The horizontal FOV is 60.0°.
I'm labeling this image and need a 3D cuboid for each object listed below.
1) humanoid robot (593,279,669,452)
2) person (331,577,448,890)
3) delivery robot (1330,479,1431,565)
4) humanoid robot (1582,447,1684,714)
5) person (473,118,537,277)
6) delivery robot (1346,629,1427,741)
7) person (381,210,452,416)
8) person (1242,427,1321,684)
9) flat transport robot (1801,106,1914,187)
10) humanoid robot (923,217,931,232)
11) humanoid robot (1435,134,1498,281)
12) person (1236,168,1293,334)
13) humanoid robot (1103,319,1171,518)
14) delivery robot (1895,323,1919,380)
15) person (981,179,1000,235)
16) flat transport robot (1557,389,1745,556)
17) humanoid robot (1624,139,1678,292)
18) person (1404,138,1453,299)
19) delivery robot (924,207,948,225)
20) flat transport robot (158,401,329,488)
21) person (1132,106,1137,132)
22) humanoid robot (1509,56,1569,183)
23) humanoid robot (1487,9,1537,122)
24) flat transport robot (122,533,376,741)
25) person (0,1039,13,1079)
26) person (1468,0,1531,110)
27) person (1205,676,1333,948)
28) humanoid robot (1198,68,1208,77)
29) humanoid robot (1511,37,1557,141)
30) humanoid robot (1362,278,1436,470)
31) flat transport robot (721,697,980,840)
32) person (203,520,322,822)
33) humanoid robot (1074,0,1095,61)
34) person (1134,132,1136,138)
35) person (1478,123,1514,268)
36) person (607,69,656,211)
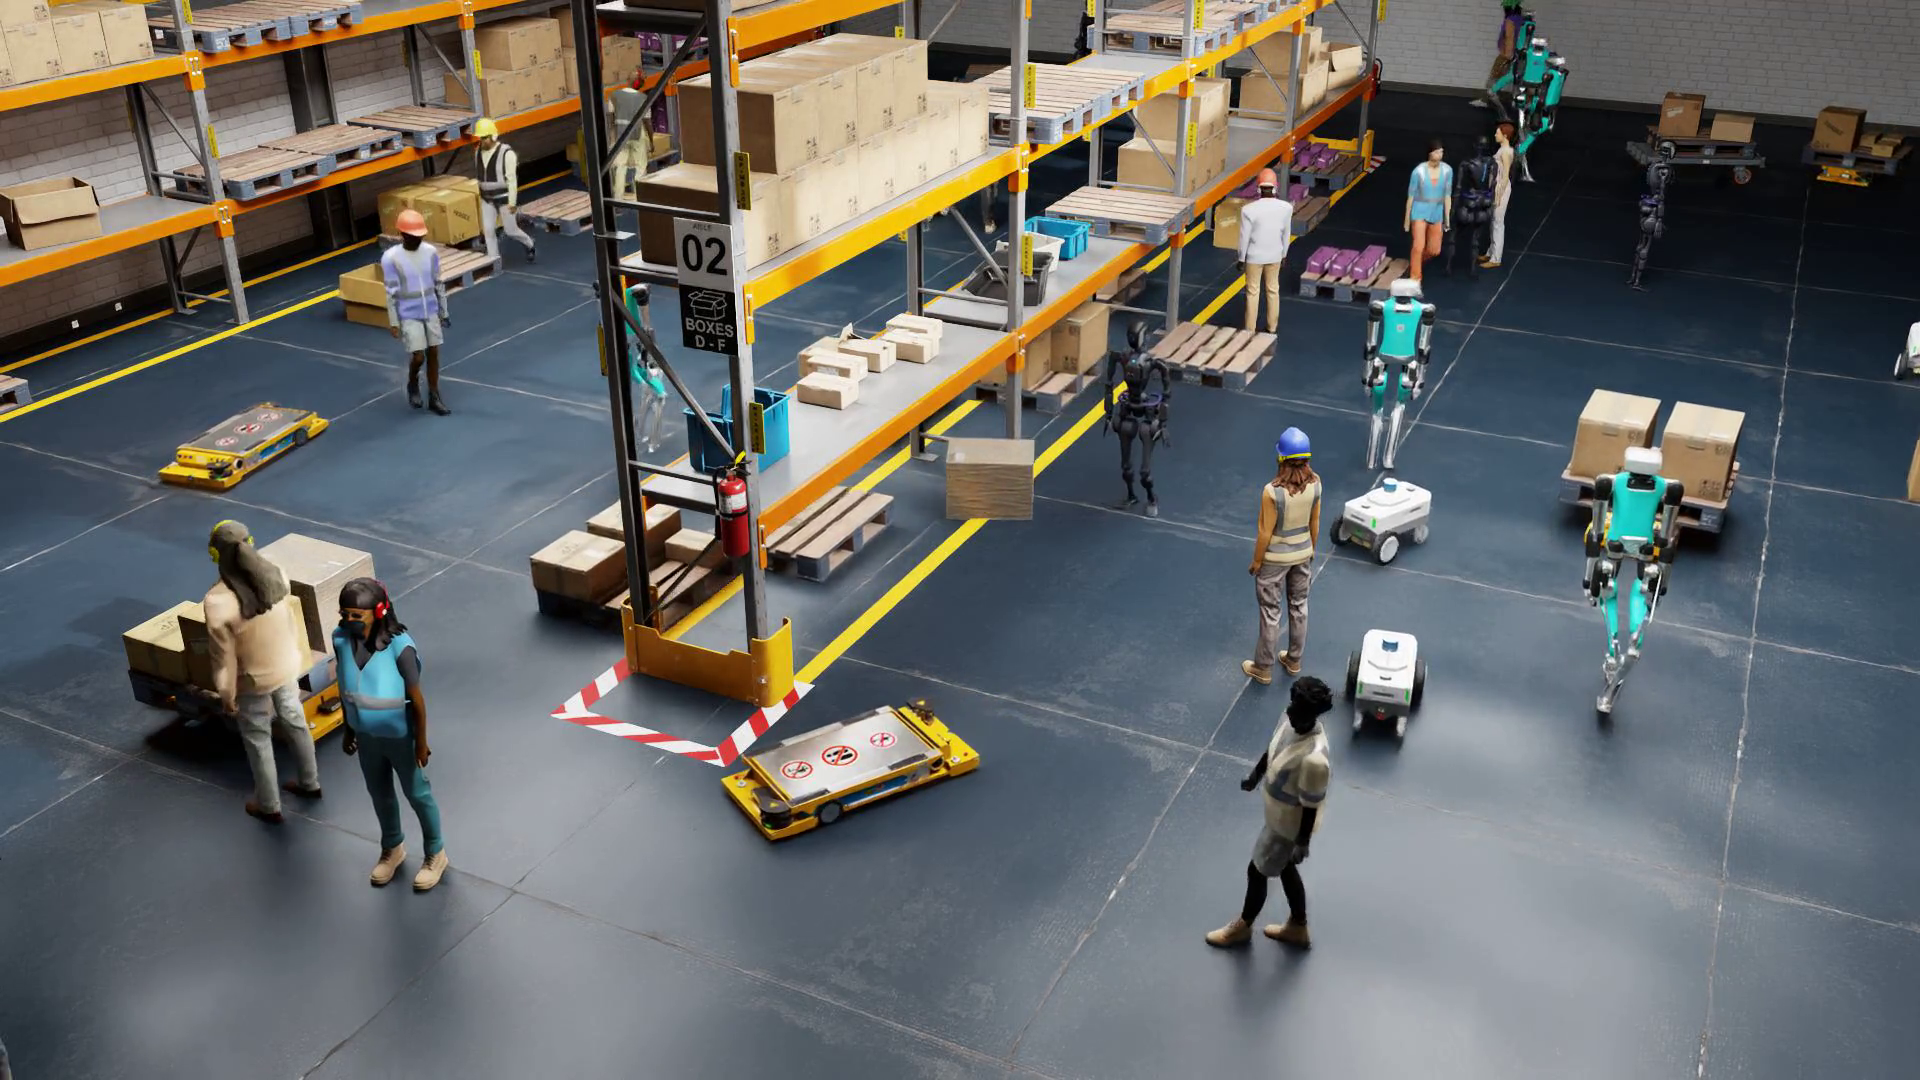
[{"bbox_3d":[-2.732,-1.604,14.374,0.541,1.788,0.689,12,29,23],"label":"humanoid robot"},{"bbox_3d":[-3.070,1.028,8.916,0.509,1.860,0.390,8,27,15],"label":"person"},{"bbox_3d":[3.267,-0.167,12.814,0.807,0.613,0.499,-18,32,-33],"label":"delivery robot"},{"bbox_3d":[4.195,0.351,10.444,0.538,1.735,0.971,6,27,12],"label":"humanoid robot"},{"bbox_3d":[-5.243,-3.933,18.990,0.586,1.804,0.729,10,28,19],"label":"person"},{"bbox_3d":[2.732,0.881,10.667,0.499,0.587,0.791,8,27,15],"label":"delivery robot"},{"bbox_3d":[-4.902,-2.059,15.074,0.442,1.920,0.568,23,34,38],"label":"person"},{"bbox_3d":[2.114,0.104,10.866,0.479,1.777,0.306,-11,28,-21],"label":"person"},{"bbox_3d":[12.542,-5.207,23.297,0.659,0.231,1.431,19,32,34],"label":"flat transport robot"},{"bbox_3d":[-0.511,-4.647,20.574,0.542,1.830,0.759,9,28,18],"label":"humanoid robot"},{"bbox_3d":[5.787,-3.758,18.775,0.601,1.646,0.326,-9,28,-18],"label":"humanoid robot"},{"bbox_3d":[3.084,-2.917,16.998,0.562,1.748,0.336,-6,27,-12],"label":"person"},{"bbox_3d":[1.425,-0.978,13.176,0.588,1.638,0.386,13,29,25],"label":"humanoid robot"},{"bbox_3d":[9.420,-1.847,16.176,0.499,0.585,0.765,12,29,23],"label":"delivery robot"},{"bbox_3d":[0.419,-4.677,20.465,0.516,1.821,0.752,-7,27,-14],"label":"person"},{"bbox_3d":[5.479,-0.269,13.322,0.659,0.231,1.431,14,29,26],"label":"flat transport robot"},{"bbox_3d":[7.708,-3.625,18.496,0.315,1.657,0.599,7,27,13],"label":"humanoid robot"},{"bbox_3d":[5.130,-3.579,18.336,0.497,1.751,0.590,-3,27,-6],"label":"person"},{"bbox_3d":[-0.481,-4.364,21.277,0.499,0.600,0.801,17,31,30],"label":"delivery robot"},{"bbox_3d":[-6.215,-0.839,14.472,0.659,0.231,1.431,7,27,15],"label":"flat transport robot"},{"bbox_3d":[2.669,-5.706,22.512,0.661,1.852,0.991,6,27,12],"label":"person"},{"bbox_3d":[7.781,-5.661,22.688,0.538,1.903,0.753,-23,34,-38],"label":"humanoid robot"},{"bbox_3d":[8.550,-7.410,25.995,0.695,1.711,0.532,4,27,7],"label":"humanoid robot"},{"bbox_3d":[-4.555,0.952,10.855,1.431,0.231,0.659,12,29,23],"label":"flat transport robot"},{"bbox_3d":[-4.018,2.205,6.543,0.545,1.856,0.937,-24,35,-39],"label":"person"},{"bbox_3d":[8.929,-7.931,26.997,1.022,1.863,0.574,18,32,32],"label":"person"},{"bbox_3d":[1.597,1.377,8.420,0.547,1.663,0.572,5,27,9],"label":"person"},{"bbox_3d":[3.817,-6.870,25.126,0.787,1.631,0.589,-12,29,-23],"label":"humanoid robot"},{"bbox_3d":[8.316,-6.458,24.194,0.555,1.740,1.037,11,28,21],"label":"humanoid robot"},{"bbox_3d":[3.625,-1.366,13.949,0.535,1.843,0.747,5,27,11],"label":"humanoid robot"},{"bbox_3d":[-0.654,1.361,10.029,1.431,0.231,0.659,-16,30,-29],"label":"flat transport robot"},{"bbox_3d":[-3.976,0.753,9.480,0.408,1.872,0.584,16,30,29],"label":"person"},{"bbox_3d":[2.078,-8.182,27.727,0.429,1.633,0.609,13,29,25],"label":"humanoid robot"},{"bbox_3d":[2.690,-6.570,24.290,0.367,1.834,0.502,-20,33,-35],"label":"person"},{"bbox_3d":[6.235,-3.993,19.271,0.269,1.659,0.461,5,27,10],"label":"person"},{"bbox_3d":[-4.303,-5.146,21.444,0.754,1.803,0.403,4,27,7],"label":"person"}]
